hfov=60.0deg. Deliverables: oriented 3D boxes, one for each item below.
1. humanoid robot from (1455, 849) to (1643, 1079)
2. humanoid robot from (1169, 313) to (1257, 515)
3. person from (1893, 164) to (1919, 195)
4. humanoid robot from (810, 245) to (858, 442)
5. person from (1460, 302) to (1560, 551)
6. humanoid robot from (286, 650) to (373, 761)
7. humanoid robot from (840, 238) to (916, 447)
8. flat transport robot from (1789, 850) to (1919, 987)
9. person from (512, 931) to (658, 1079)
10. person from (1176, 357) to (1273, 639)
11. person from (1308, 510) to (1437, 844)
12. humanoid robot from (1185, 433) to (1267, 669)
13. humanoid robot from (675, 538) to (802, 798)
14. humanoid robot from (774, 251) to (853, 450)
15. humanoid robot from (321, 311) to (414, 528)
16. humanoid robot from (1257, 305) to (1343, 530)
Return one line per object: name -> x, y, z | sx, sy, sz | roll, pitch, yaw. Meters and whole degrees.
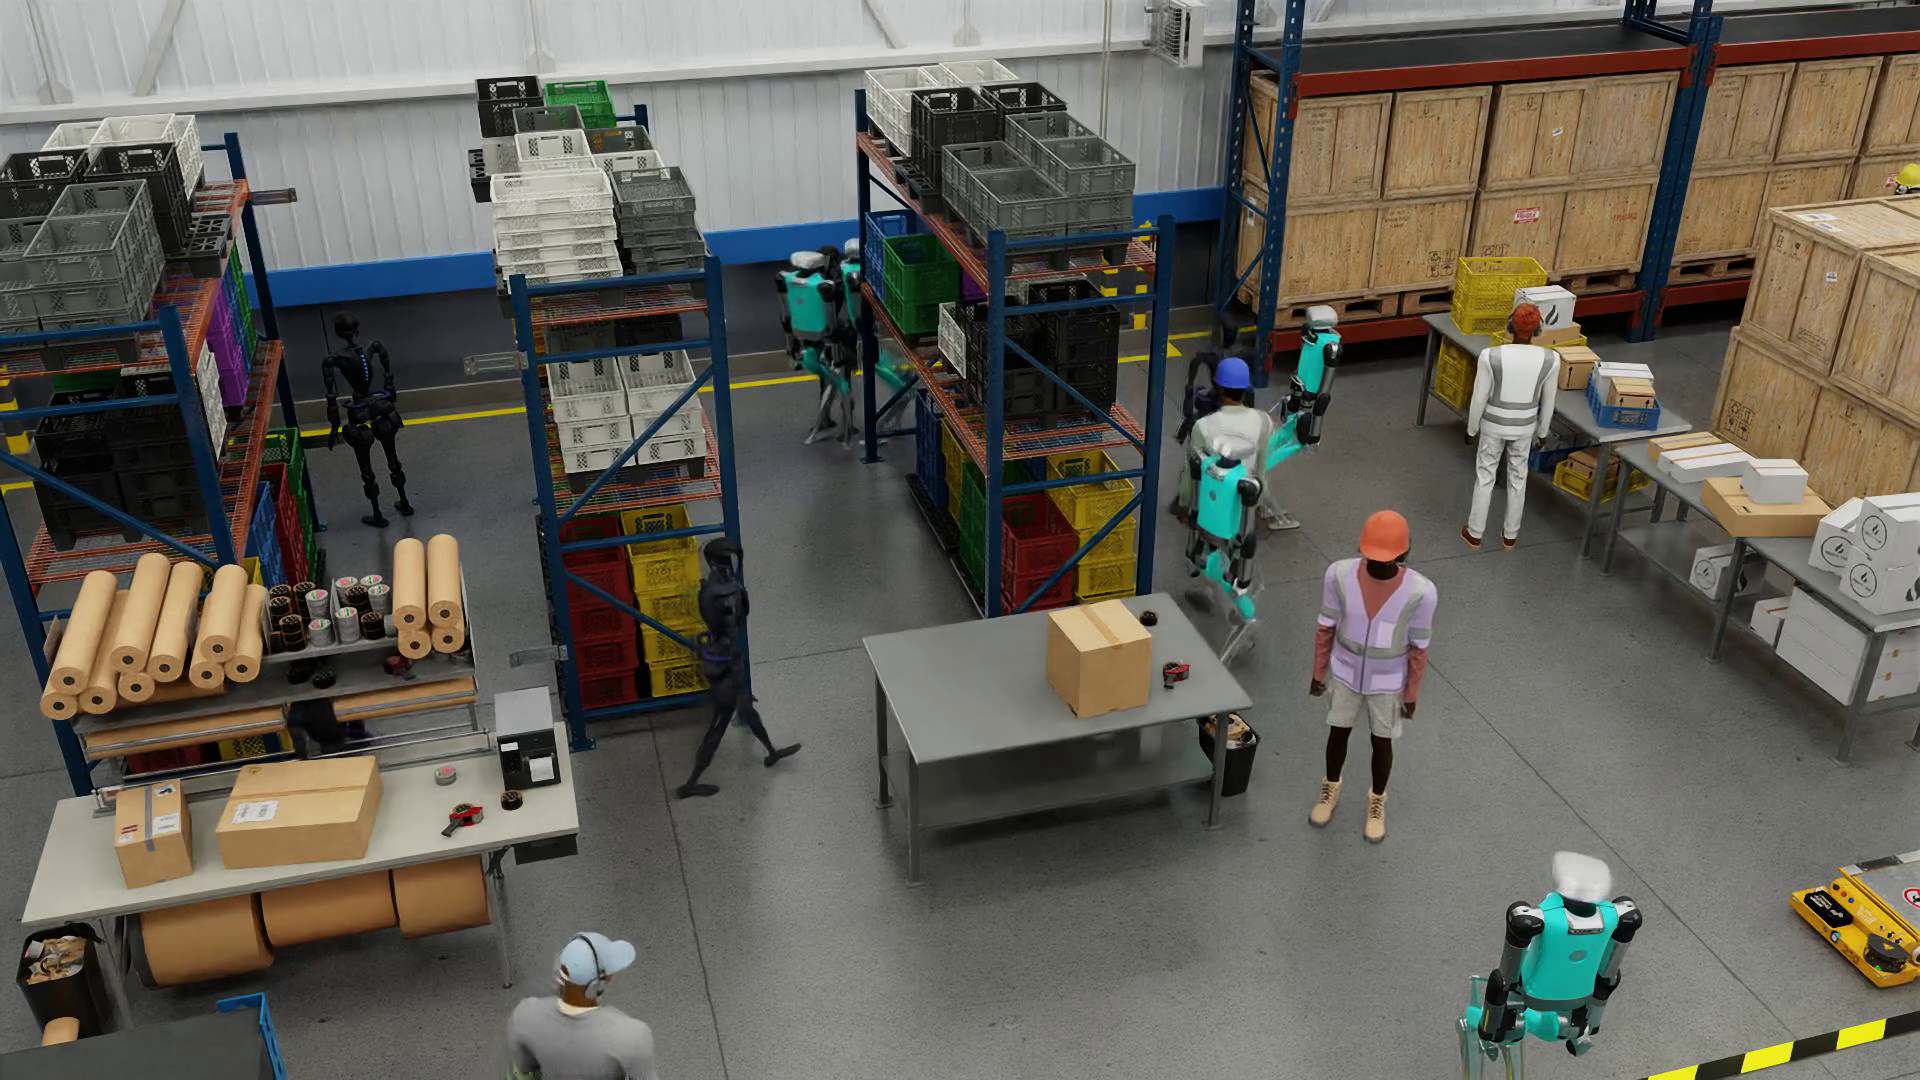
humanoid robot -> 2.397, 1.890, 7.058 | 0.533, 1.677, 0.735 | -2, 29, -4
humanoid robot -> 1.905, -0.941, 12.422 | 0.628, 1.637, 0.394 | -7, 30, -13
person -> 8.415, -2.500, 15.087 | 0.592, 1.832, 0.404 | -14, 32, -24
humanoid robot -> -1.042, -1.615, 13.622 | 0.599, 1.657, 0.315 | 21, 35, 34
person -> 3.928, -0.797, 11.935 | 0.582, 1.882, 0.340 | 3, 29, 5
humanoid robot -> -3.203, 1.200, 8.553 | 0.772, 1.623, 0.583 | 6, 29, 10
humanoid robot -> -0.597, -1.546, 13.515 | 0.693, 1.856, 0.544 | -1, 29, -3
flat transport robot -> 5.163, 1.916, 8.676 | 1.431, 0.231, 0.659 | -8, 30, -14
person -> -1.404, 2.236, 6.467 | 0.681, 1.832, 0.495 | 8, 30, 13
person -> 1.758, -0.253, 10.909 | 0.612, 1.919, 0.787 | -14, 32, -24
person -> 2.193, 0.742, 8.982 | 0.601, 2.036, 0.400 | 14, 32, 23
humanoid robot -> 1.808, 0.103, 10.501 | 0.834, 1.834, 0.534 | -21, 35, -33
humanoid robot -> -1.295, 0.715, 9.447 | 0.791, 1.620, 0.606 | -9, 30, -16
humanoid robot -> -1.089, -1.521, 13.448 | 0.529, 1.822, 0.757 | 14, 32, 24
humanoid robot -> -4.406, -0.903, 12.326 | 0.315, 1.657, 0.599 | 23, 36, 35
humanoid robot -> 2.338, -0.871, 12.119 | 0.732, 1.691, 0.531 | -5, 29, -10
